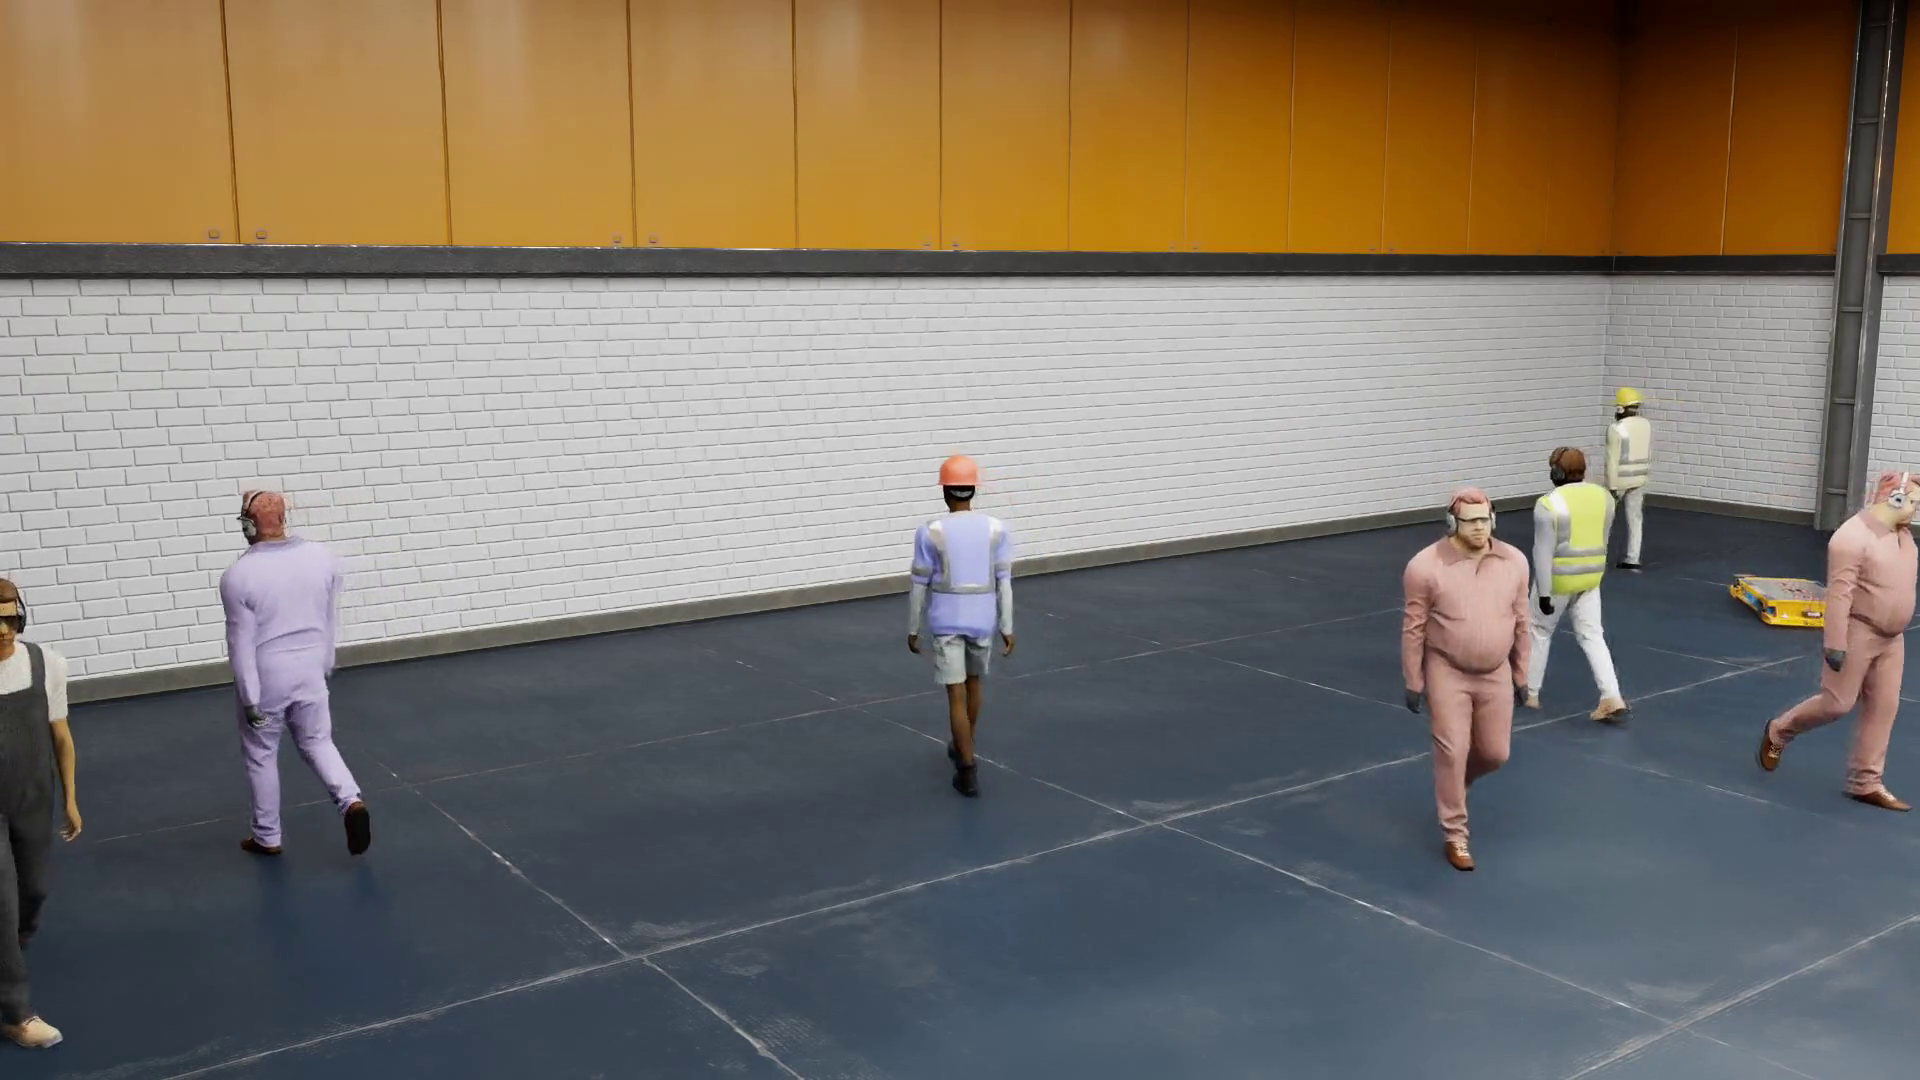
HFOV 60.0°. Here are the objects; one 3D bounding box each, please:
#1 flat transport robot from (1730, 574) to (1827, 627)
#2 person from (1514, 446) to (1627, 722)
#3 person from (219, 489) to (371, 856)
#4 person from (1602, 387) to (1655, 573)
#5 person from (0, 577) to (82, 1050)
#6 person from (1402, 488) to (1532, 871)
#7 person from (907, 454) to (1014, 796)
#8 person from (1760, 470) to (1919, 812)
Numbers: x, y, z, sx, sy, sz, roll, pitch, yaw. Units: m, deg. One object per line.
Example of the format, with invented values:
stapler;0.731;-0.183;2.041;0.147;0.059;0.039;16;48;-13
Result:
flat transport robot;7.125;0.514;14.259;0.652;0.197;1.431;2;9;12
person;4.054;0.285;10.969;0.625;1.809;0.902;-3;10;-16
person;-3.318;0.685;8.246;0.769;1.886;0.636;7;12;37
person;6.489;-0.598;16.391;0.599;1.808;0.696;-3;10;-20
person;-3.754;1.009;6.481;0.808;1.818;0.511;9;13;43
person;2.530;0.662;8.376;0.656;1.884;0.648;-1;9;-5
person;-0.034;0.457;9.571;0.577;1.904;0.859;-3;10;-17
person;5.005;0.522;9.312;0.681;1.861;0.800;-5;10;-27
